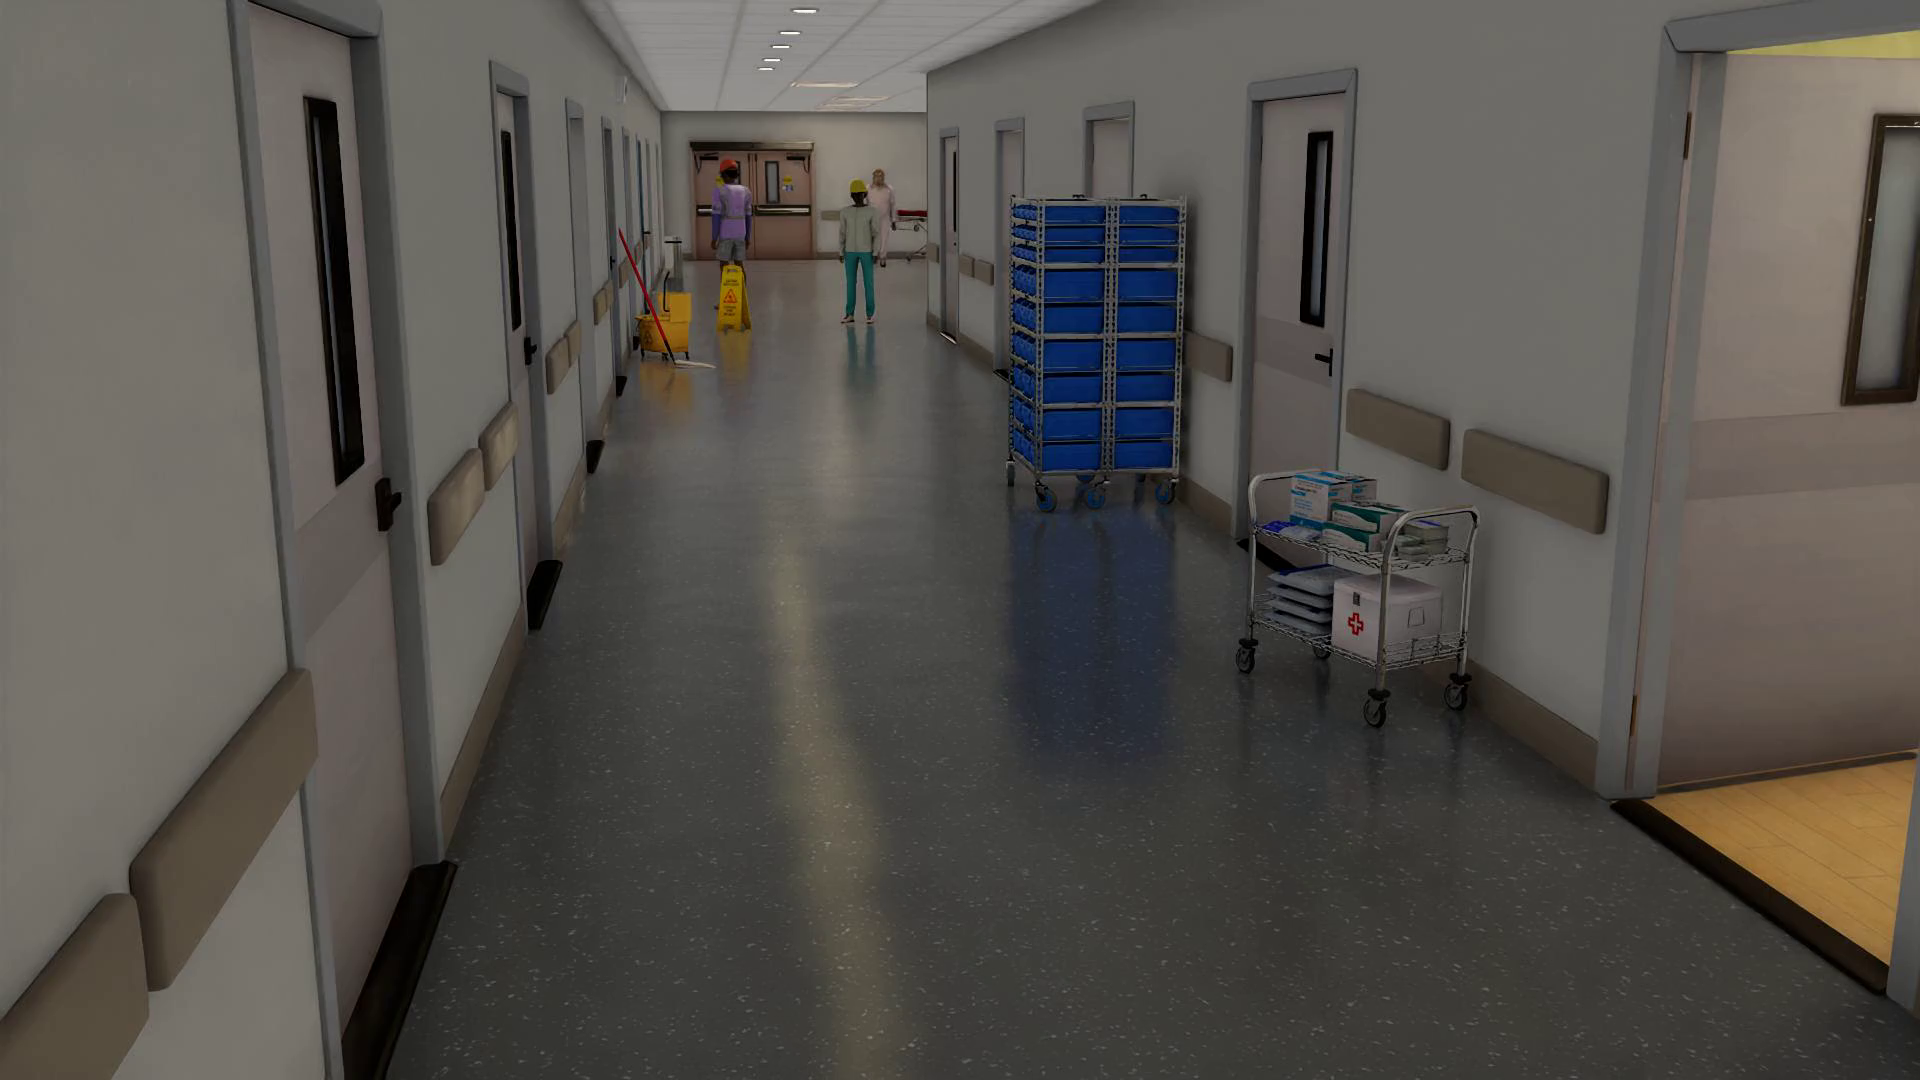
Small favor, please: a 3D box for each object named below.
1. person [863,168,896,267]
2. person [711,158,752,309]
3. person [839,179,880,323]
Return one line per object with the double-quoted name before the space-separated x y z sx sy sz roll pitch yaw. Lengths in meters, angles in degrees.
"person" -1.579 -6.247 32.254 0.660 1.889 0.643 -1 13 -3
"person" -3.117 -4.152 22.621 0.614 2.031 0.403 -11 17 -41
"person" -1.251 -3.564 20.594 0.525 1.769 0.310 3 13 12
